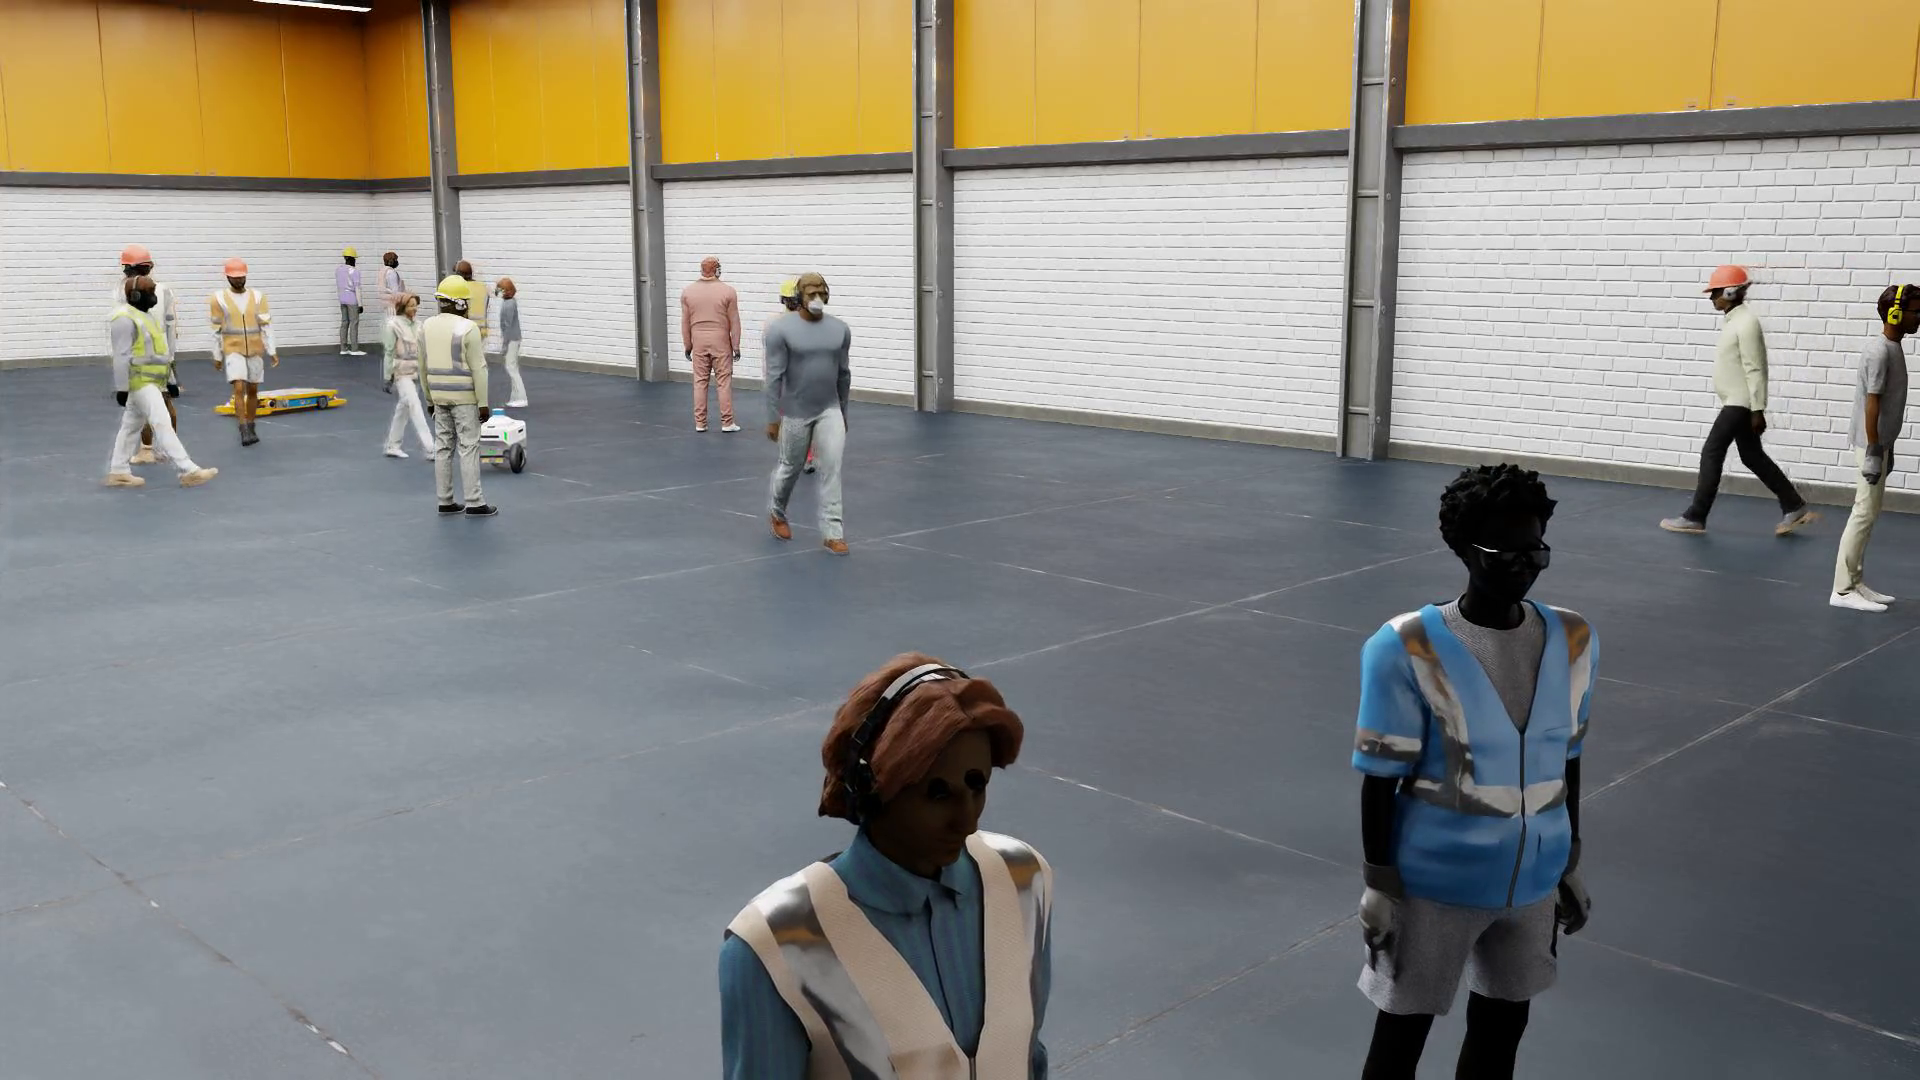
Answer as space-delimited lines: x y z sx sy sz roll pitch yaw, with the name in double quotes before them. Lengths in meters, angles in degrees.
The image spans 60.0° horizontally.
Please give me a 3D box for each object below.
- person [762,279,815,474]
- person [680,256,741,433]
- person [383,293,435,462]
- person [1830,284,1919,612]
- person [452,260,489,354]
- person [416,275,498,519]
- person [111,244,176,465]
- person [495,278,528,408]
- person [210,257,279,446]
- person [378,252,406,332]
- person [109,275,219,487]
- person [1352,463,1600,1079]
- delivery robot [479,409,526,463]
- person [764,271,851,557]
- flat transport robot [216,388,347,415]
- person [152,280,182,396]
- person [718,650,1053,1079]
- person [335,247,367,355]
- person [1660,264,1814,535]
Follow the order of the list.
"person" -1.485 -1.444 14.823 0.549 1.733 0.798 -1 10 -7
"person" -2.679 -2.113 18.032 0.648 1.907 0.401 2 11 9
"person" -5.190 -1.544 15.771 0.856 1.586 0.536 4 11 22
"person" 5.244 -0.520 9.491 0.321 1.862 0.509 7 13 34
"person" -6.004 -2.481 20.252 0.480 1.827 0.642 7 12 33
"person" -3.793 -1.076 12.578 0.601 1.830 0.404 5 11 25
"person" -7.597 -1.718 15.497 0.370 2.048 0.607 5 12 27
"person" -5.564 -2.439 20.621 0.339 1.616 0.598 -2 11 -9
"person" -7.252 -1.906 16.906 0.562 1.895 0.891 -7 13 -34
"person" -9.769 -4.034 28.689 0.429 1.844 0.627 -8 13 -38
"person" -6.845 -1.333 14.092 0.946 1.790 0.652 -1 10 -7
"person" 1.036 0.682 3.363 0.540 1.695 0.317 -3 11 -16
"delivery robot" -4.192 -0.951 15.130 0.477 0.478 0.707 0 10 -1
"person" -1.051 -0.878 11.325 0.642 1.909 0.954 -6 12 -28
"flat transport robot" -8.237 -1.697 20.227 0.652 0.197 1.431 5 11 24
"person" -10.679 -2.789 21.986 0.533 1.804 0.489 7 13 35
"person" -0.072 0.941 2.108 0.514 1.640 0.310 -9 14 -41
"person" -10.852 -4.247 29.646 0.580 1.919 0.397 6 12 29
"person" 5.627 -0.984 11.825 0.991 1.937 0.679 4 11 19
